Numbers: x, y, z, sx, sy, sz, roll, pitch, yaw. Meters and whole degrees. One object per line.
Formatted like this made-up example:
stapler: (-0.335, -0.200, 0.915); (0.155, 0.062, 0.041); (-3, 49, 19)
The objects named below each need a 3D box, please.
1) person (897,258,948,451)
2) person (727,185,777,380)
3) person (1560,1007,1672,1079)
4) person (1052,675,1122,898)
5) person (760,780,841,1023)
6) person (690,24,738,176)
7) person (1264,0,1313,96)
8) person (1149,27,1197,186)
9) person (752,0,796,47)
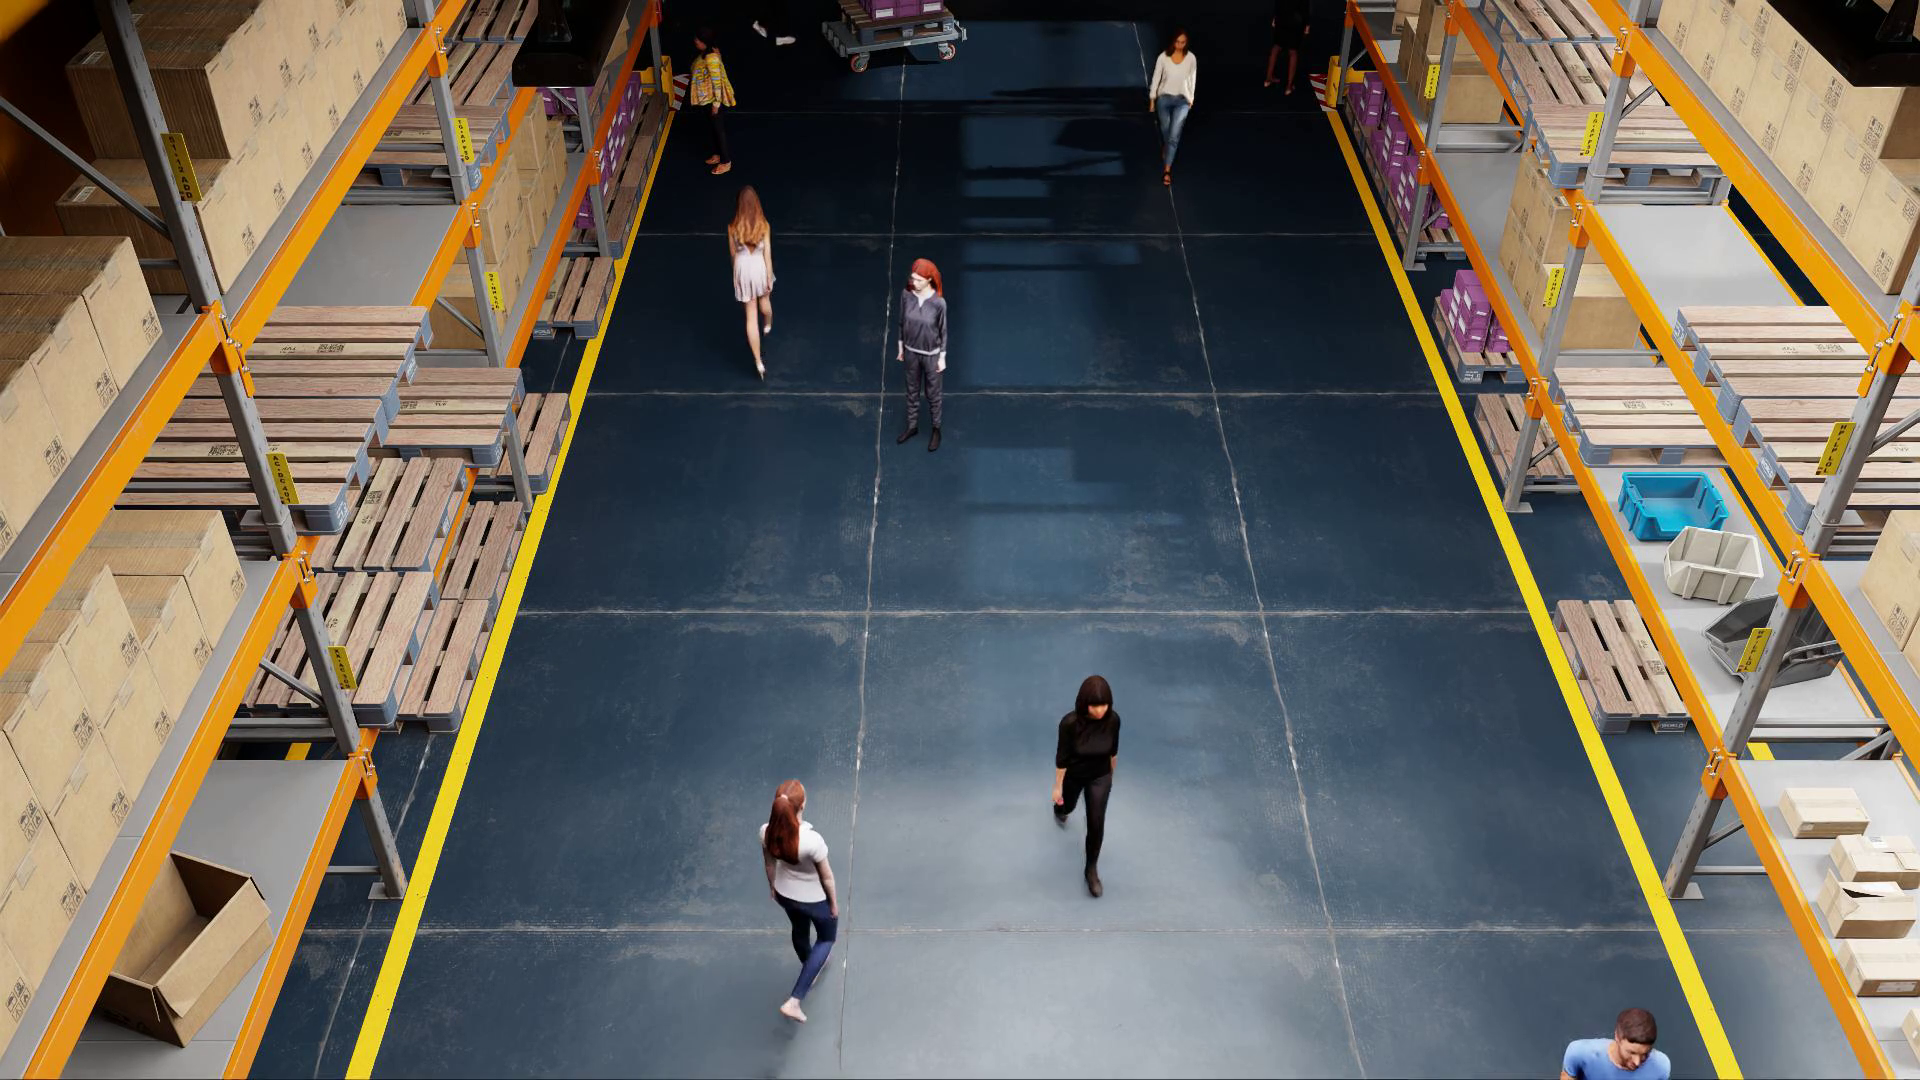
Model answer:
person: (-0.309, -1.566, 13.888); (0.651, 1.782, 0.636); (16, 41, 19)
person: (-1.838, -2.244, 14.783); (0.641, 1.726, 1.128); (-4, 39, -5)
person: (3.139, 2.842, 8.314); (0.684, 1.851, 0.718); (4, 39, 5)
person: (0.743, 1.406, 10.298); (0.644, 1.619, 1.029); (-5, 39, -6)
person: (-0.915, 2.064, 9.388); (0.785, 1.727, 0.976); (15, 41, 17)
person: (-2.669, -4.789, 18.026); (0.865, 1.655, 0.785); (-11, 40, -13)
person: (3.897, -6.078, 19.590); (0.739, 1.718, 0.796); (26, 45, 29)
person: (2.306, -4.770, 18.024); (0.751, 1.629, 1.149); (7, 39, 8)
person: (-2.378, -7.014, 20.795); (0.867, 1.676, 0.817); (-16, 41, -19)
